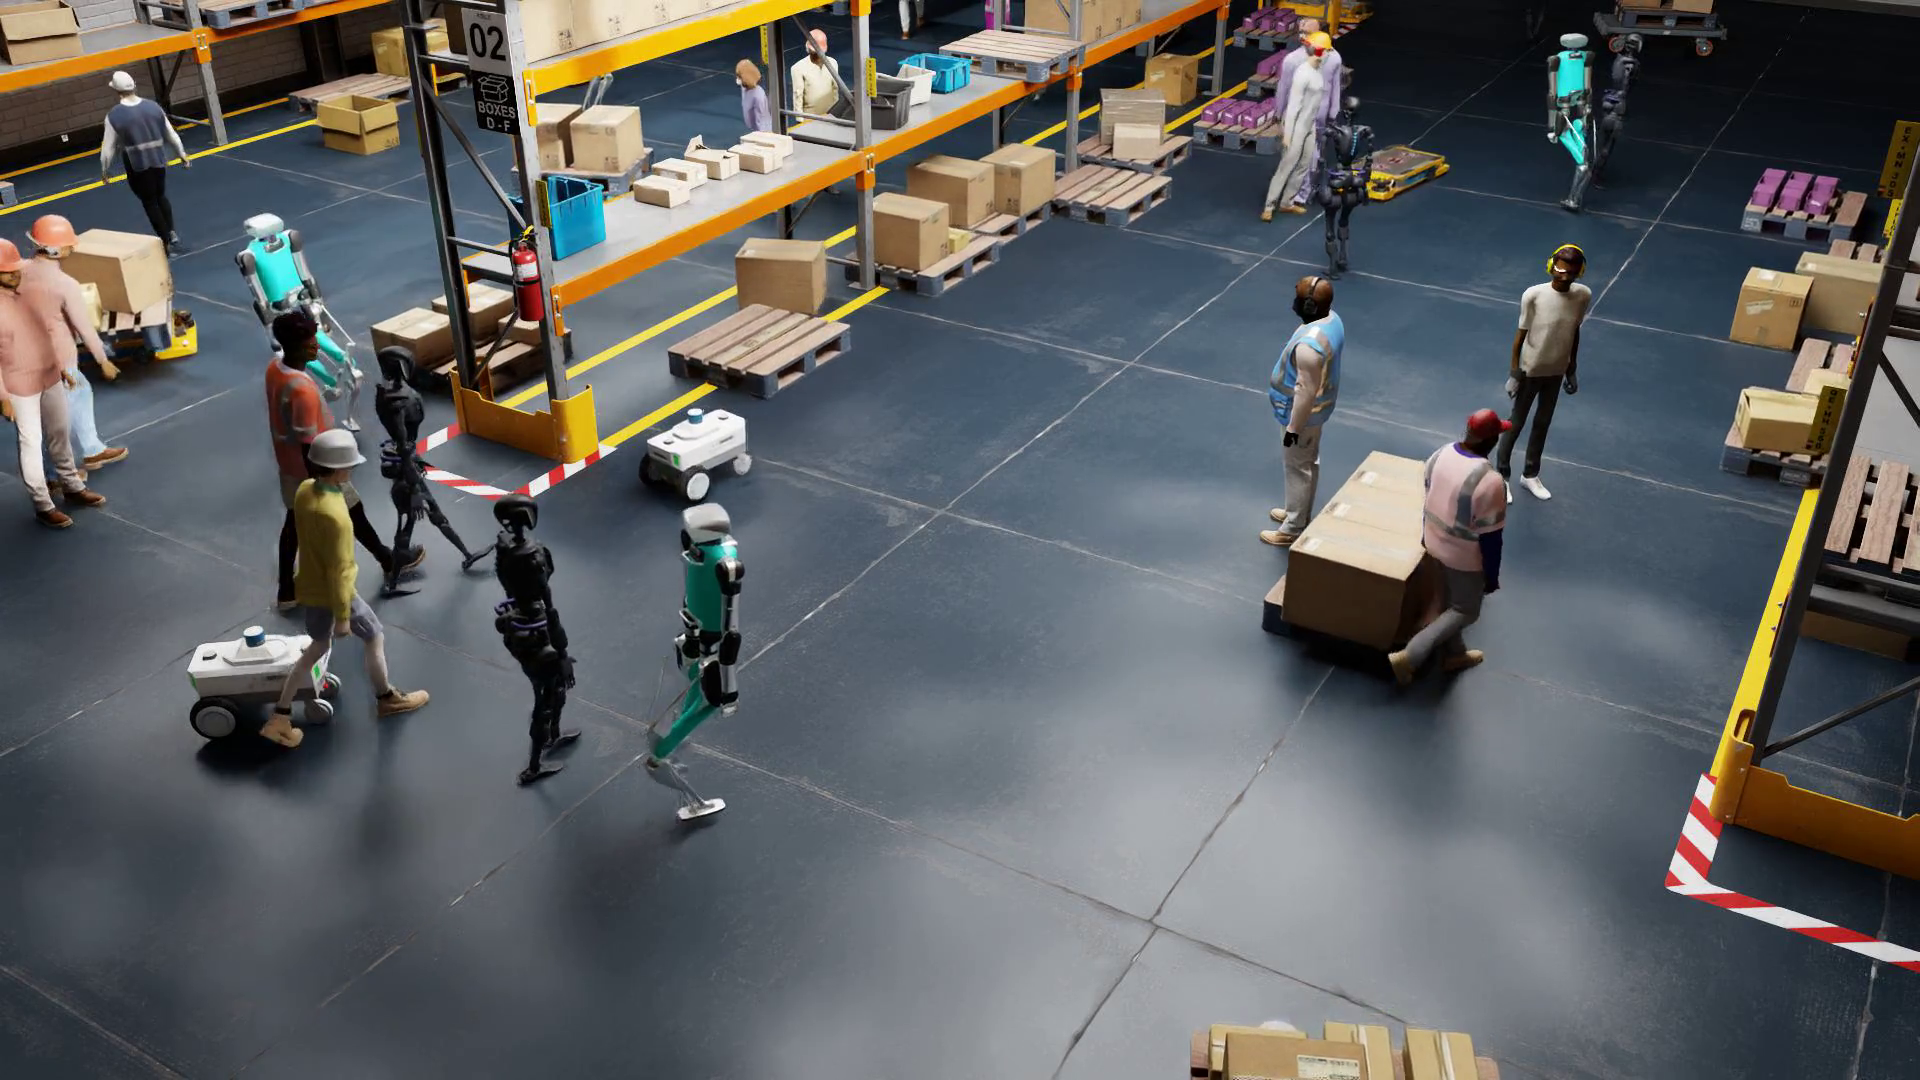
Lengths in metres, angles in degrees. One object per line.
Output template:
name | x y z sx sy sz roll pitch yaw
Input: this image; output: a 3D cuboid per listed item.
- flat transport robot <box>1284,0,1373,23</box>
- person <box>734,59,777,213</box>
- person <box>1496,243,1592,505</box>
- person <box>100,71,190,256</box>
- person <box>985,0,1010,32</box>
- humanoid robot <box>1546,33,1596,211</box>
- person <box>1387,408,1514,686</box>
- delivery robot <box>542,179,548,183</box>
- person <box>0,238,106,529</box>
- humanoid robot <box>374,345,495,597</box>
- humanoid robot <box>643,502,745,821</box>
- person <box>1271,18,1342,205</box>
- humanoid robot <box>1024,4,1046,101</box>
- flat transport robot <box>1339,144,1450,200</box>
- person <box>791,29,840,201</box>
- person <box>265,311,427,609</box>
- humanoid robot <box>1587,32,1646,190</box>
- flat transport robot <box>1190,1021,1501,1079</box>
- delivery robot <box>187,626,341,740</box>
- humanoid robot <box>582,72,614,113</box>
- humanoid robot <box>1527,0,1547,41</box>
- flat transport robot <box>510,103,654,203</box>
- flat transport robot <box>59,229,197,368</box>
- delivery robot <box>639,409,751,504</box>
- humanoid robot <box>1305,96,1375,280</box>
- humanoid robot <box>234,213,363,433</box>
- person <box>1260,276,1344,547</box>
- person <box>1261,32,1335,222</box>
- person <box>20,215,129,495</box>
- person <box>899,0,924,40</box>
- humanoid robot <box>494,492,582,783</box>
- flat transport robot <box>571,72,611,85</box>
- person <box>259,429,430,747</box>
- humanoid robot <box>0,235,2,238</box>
flat transport robot | 5.460 -8.033 25.152 1.431 0.231 0.659 16 33 26
person | -2.076 -4.029 16.718 0.814 1.580 0.498 -18 34 -29
person | 3.981 -1.131 11.324 0.507 1.864 0.332 -6 30 -10
person | -7.696 -3.547 15.709 0.506 1.742 0.791 20 35 32
person | 0.451 -6.340 20.553 0.341 1.847 0.509 -3 30 -5
humanoid robot | 6.247 -4.103 16.810 0.536 1.860 0.817 -10 31 -18
person | 2.773 0.063 9.352 0.691 1.726 0.619 -11 31 -18
delivery robot | -4.314 -4.074 17.851 0.499 0.589 0.790 8 30 13
person | -6.159 -1.055 11.057 0.394 1.991 0.621 9 31 15
humanoid robot | -3.360 -0.437 10.304 0.724 1.629 0.613 -8 30 -13
humanoid robot | -1.399 0.745 8.227 0.746 1.872 0.553 -17 34 -27
person | 3.533 -4.384 17.057 0.654 1.888 0.438 -10 31 -17
humanoid robot | 1.000 -6.210 20.472 0.530 1.756 0.980 6 30 11
flat transport robot | 4.661 -3.981 17.983 0.659 0.231 1.431 24 37 36
person | -1.462 -4.409 17.240 0.563 1.742 0.344 -22 36 -33
person | -3.922 -0.521 10.194 0.985 1.906 0.616 -25 38 -37
humanoid robot | 6.868 -4.535 17.530 0.407 1.641 0.608 8 30 14
flat transport robot | 1.495 2.504 6.512 0.659 0.231 1.431 3 30 6
delivery robot | -3.917 0.770 9.309 0.811 0.613 0.499 -4 30 -8
humanoid robot | -4.460 -5.950 19.942 0.681 1.765 0.535 -25 38 -37
humanoid robot | 8.150 -7.883 23.470 0.600 1.645 0.432 16 33 25
flat transport robot | -3.924 -3.685 17.460 0.659 0.231 1.431 5 30 8
flat transport robot | -7.132 -1.634 13.831 1.431 0.231 0.659 -11 31 -19
delivery robot | -1.852 -0.647 11.781 0.499 0.580 0.756 23 36 34
humanoid robot | 3.477 -3.232 15.234 0.615 1.649 0.448 -8 30 -14
humanoid robot | -4.717 -1.495 12.077 0.967 1.727 0.589 16 33 25
person | 2.218 -0.834 10.819 0.429 1.841 0.635 12 32 20
person | 3.372 -4.117 16.629 0.486 1.855 0.743 18 34 28
person | -6.216 -1.289 11.531 0.642 1.932 0.787 17 33 27
person | -0.711 -8.154 23.691 0.635 1.924 0.699 4 30 7
humanoid robot | -2.186 0.488 8.652 0.539 1.644 0.591 -22 36 -34
flat transport robot | -5.367 -6.265 22.024 1.431 0.231 0.659 20 35 31
person | -3.418 0.282 8.850 0.887 1.843 0.552 -24 38 -36
humanoid robot | -8.548 -2.651 14.209 0.596 1.650 0.353 -21 35 -32
